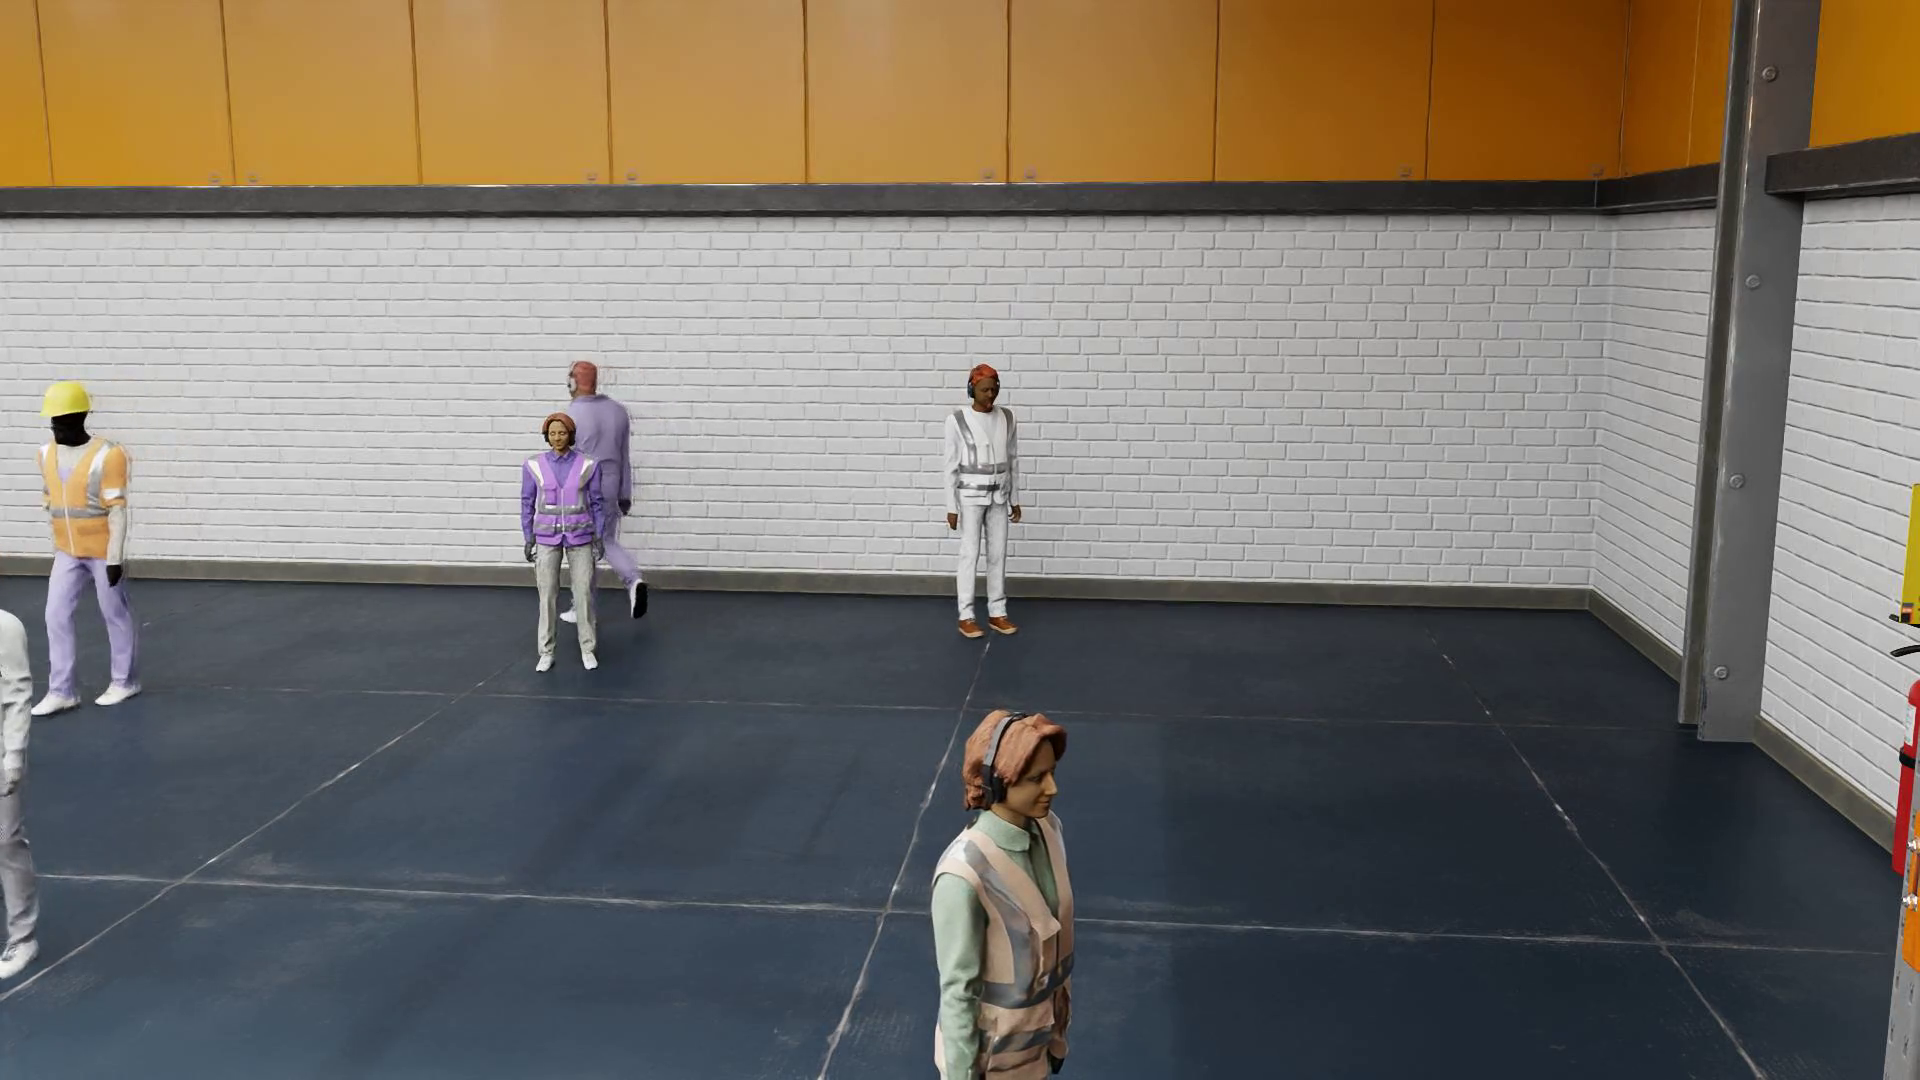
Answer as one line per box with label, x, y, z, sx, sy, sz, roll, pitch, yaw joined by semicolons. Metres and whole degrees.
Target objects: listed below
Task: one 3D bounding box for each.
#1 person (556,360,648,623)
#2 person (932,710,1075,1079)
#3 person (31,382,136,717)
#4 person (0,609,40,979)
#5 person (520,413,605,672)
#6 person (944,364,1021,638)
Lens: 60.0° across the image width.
person;-2.553;-0.317;11.657;0.664;1.885;0.650;7;12;37
person;0.099;1.183;3.791;0.311;1.638;0.523;5;11;26
person;-5.035;0.063;9.437;0.617;1.896;0.806;2;10;13
person;-3.602;0.797;6.044;0.520;1.625;0.307;1;10;3
person;-2.497;0.013;10.487;0.521;1.640;0.306;-2;10;-11
person;0.155;-0.269;11.424;0.586;1.879;0.357;-6;12;-31
